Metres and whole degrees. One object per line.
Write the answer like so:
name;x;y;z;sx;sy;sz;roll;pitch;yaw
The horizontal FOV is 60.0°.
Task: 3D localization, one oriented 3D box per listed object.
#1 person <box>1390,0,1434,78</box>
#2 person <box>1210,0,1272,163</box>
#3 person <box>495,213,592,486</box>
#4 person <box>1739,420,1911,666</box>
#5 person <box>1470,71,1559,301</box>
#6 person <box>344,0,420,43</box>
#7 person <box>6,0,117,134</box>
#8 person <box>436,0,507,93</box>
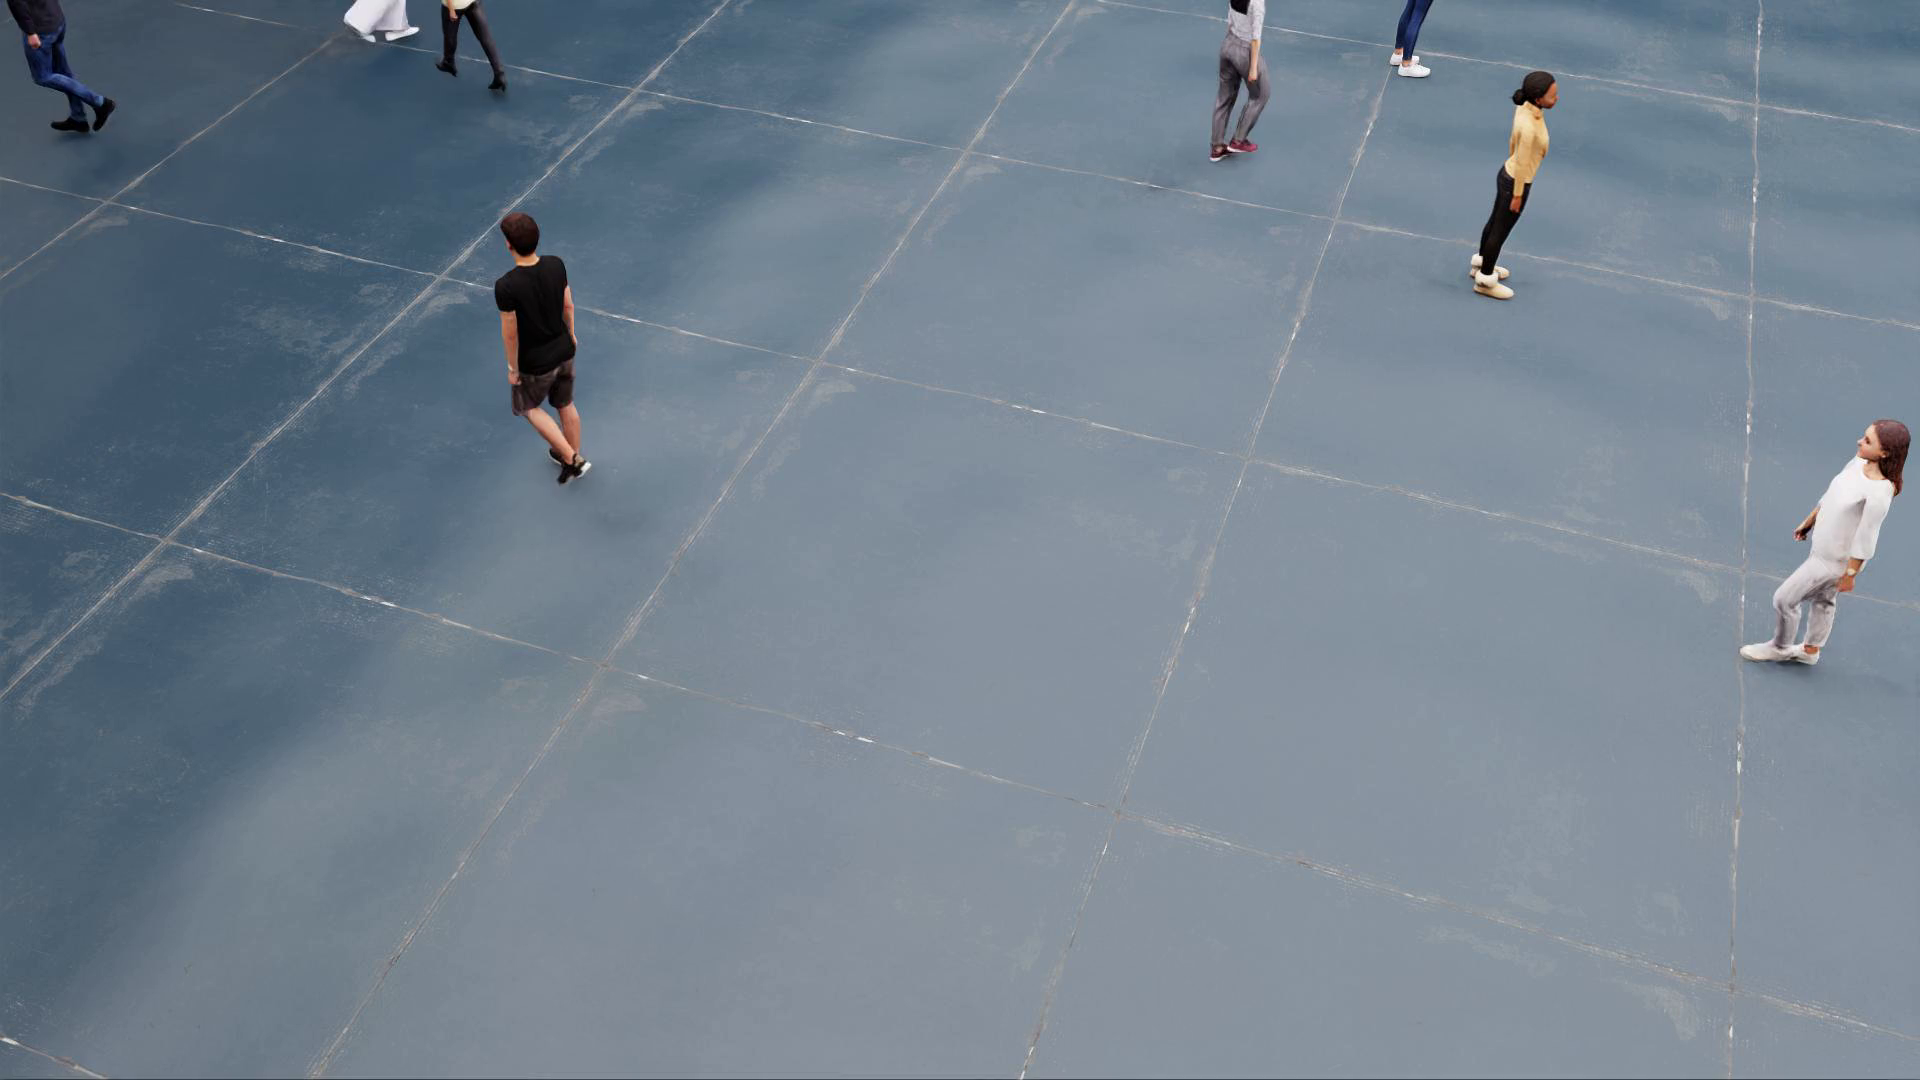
person;3.881;-4.760;13.870;0.643;1.774;0.661;-2;43;-2
person;2.077;-3.680;12.752;0.819;1.721;0.751;-21;47;-21
person;-2.418;-1.062;9.854;0.869;1.849;0.814;29;50;28
person;4.707;0.060;8.781;0.666;1.674;0.636;10;44;11
person;3.831;-2.474;11.505;0.584;1.660;0.618;8;44;9
person;-5.164;-5.137;14.171;1.005;1.913;0.953;-20;47;-20
person;-7.109;-4.040;13.021;0.963;1.880;0.870;-3;43;-3
person;-4.033;-4.393;13.645;1.066;1.544;0.754;25;48;24
